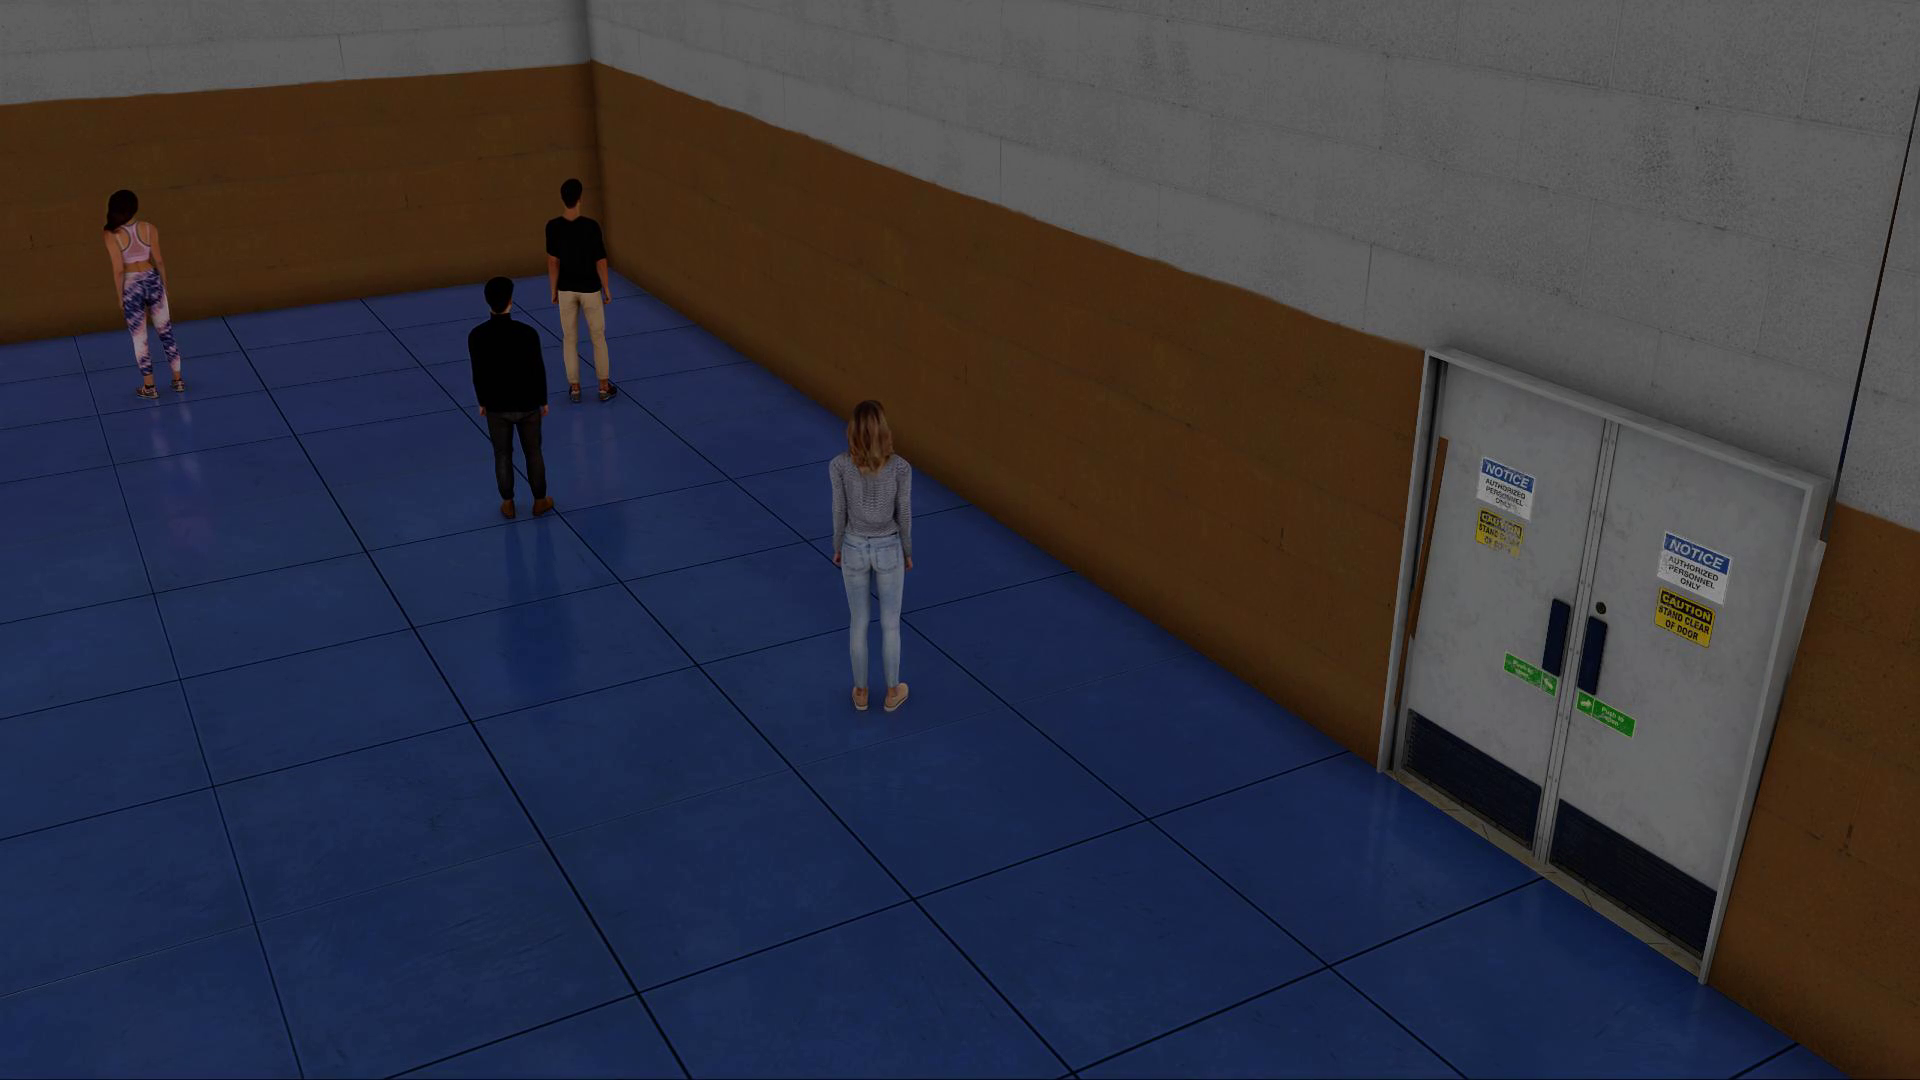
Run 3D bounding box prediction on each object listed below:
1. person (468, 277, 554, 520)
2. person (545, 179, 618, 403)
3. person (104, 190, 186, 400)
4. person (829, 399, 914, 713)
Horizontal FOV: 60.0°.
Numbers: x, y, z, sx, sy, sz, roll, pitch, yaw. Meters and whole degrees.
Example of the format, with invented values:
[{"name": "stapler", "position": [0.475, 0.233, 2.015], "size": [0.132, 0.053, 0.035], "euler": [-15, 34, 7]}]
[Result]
[{"name": "person", "position": [-3.123, -0.987, 11.587], "size": [0.611, 1.723, 0.772], "euler": [-4, 24, -8]}, {"name": "person", "position": [-3.176, -2.078, 13.881], "size": [0.633, 1.857, 0.781], "euler": [-1, 24, -3]}, {"name": "person", "position": [-6.896, -2.083, 14.037], "size": [0.711, 1.767, 0.575], "euler": [21, 31, 39]}, {"name": "person", "position": [-0.476, 0.089, 9.035], "size": [0.618, 1.796, 0.721], "euler": [2, 24, 4]}]
